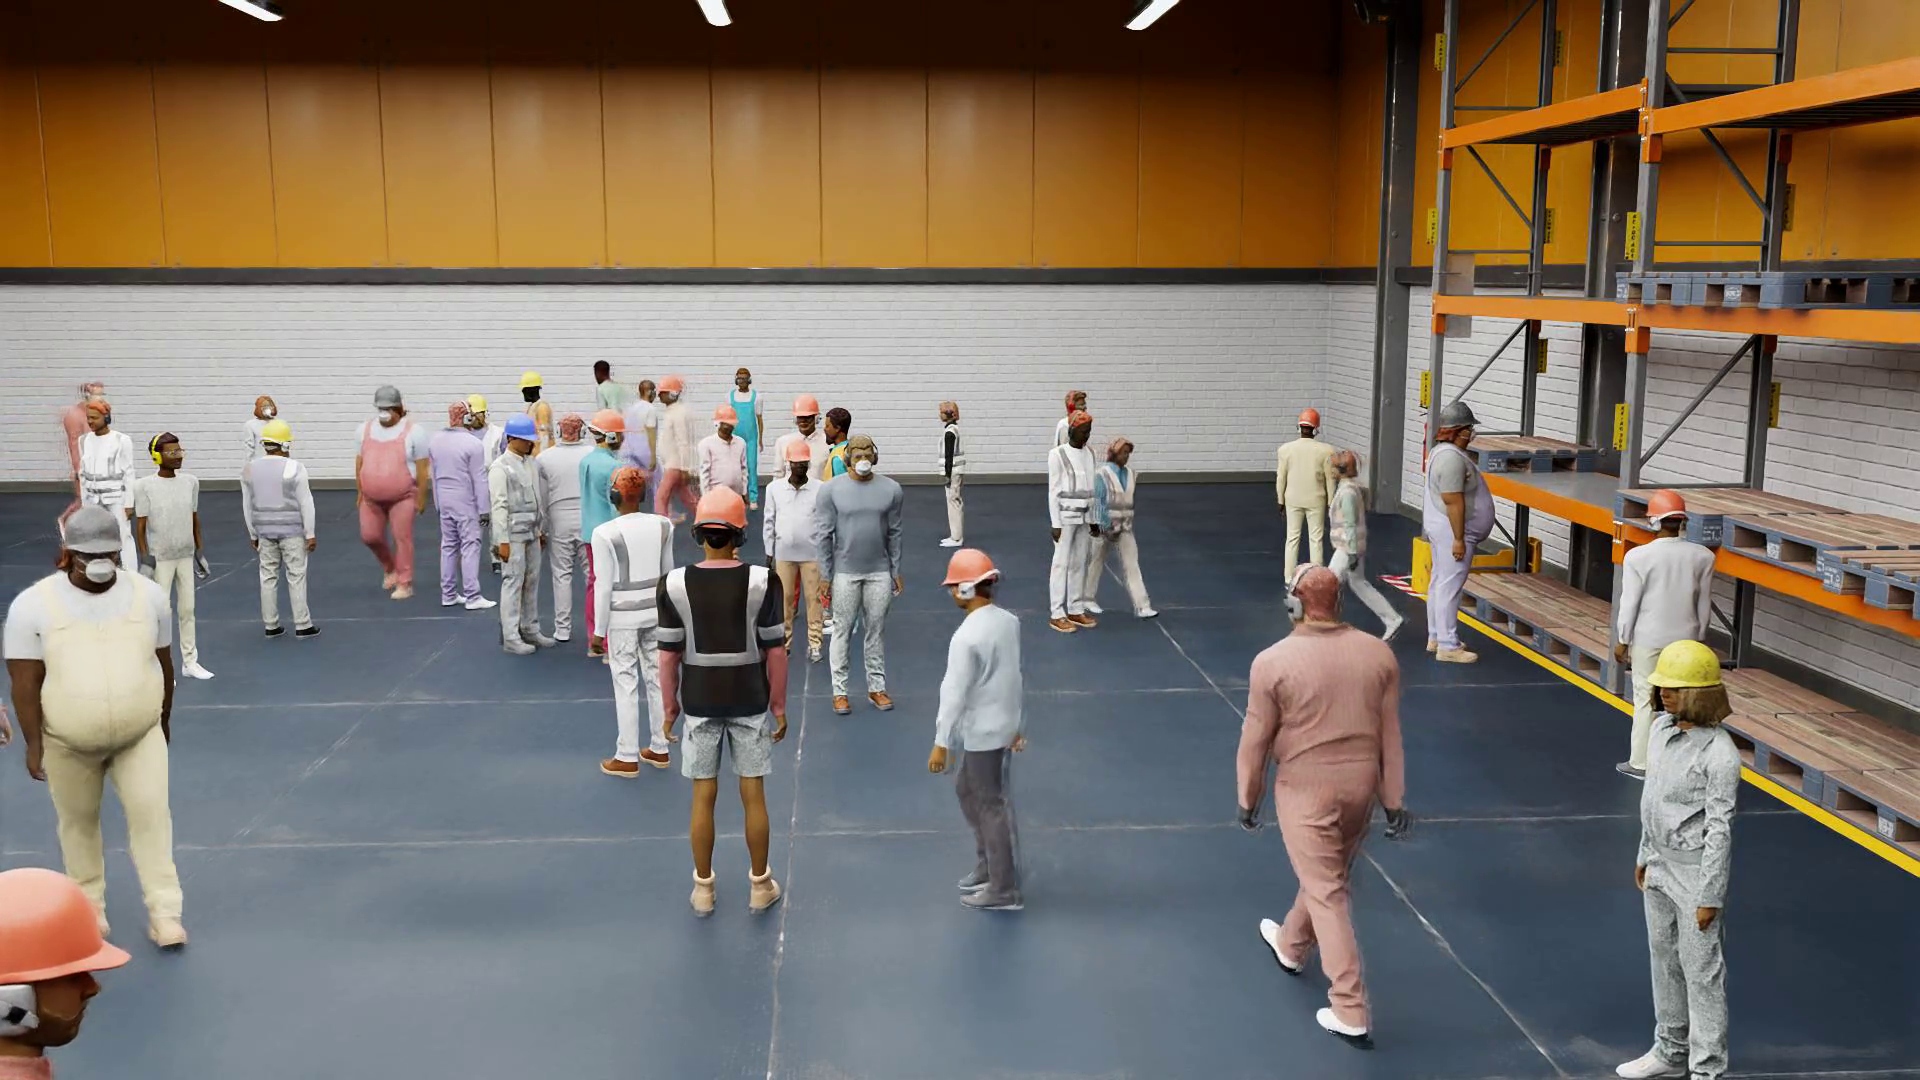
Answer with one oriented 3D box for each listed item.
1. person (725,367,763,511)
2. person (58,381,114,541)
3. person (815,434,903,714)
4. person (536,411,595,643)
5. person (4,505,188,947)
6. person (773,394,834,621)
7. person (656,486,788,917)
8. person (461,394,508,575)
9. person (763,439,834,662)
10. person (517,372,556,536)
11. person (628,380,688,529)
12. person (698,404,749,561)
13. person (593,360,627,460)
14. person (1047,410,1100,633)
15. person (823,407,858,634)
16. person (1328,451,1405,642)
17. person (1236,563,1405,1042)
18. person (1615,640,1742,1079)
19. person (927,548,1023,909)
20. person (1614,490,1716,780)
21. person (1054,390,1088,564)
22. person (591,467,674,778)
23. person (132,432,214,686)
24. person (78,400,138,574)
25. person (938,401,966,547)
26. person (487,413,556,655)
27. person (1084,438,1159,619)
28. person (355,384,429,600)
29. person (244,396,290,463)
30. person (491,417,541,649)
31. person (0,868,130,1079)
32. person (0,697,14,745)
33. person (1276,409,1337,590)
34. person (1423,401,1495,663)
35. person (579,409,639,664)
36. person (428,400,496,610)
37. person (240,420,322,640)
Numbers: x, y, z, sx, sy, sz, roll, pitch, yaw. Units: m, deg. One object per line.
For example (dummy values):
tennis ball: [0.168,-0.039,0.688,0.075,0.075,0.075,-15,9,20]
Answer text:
person: [-2.781,-1.293,21.390,0.506,1.847,0.344,0,9,-1]
person: [-9.621,-0.826,18.360,0.707,1.875,0.629,3,10,20]
person: [-0.684,0.231,11.530,0.631,1.940,0.372,-3,10,-21]
person: [-3.186,-0.107,13.754,0.644,1.907,0.400,-2,9,-13]
person: [-3.830,0.833,7.428,0.689,2.000,0.851,-6,11,-34]
person: [-1.333,-0.276,14.534,0.612,1.995,0.382,0,9,2]
person: [-1.112,0.764,7.851,0.605,2.045,0.377,-1,9,-3]
person: [-4.857,-0.559,16.819,0.600,1.831,0.404,-2,9,-13]
person: [-1.264,0.087,13.007,0.564,1.753,0.327,1,9,4]
person: [-4.906,-0.999,19.330,0.414,1.916,0.588,-4,10,-25]
person: [-3.637,-0.985,19.635,0.584,1.784,0.927,8,12,42]
person: [-2.328,-0.472,16.523,0.559,1.752,0.326,-9,13,-44]
person: [-4.683,-1.473,22.344,0.487,1.897,0.623,2,9,13]
person: [0.974,-0.167,14.189,0.354,1.887,0.572,8,12,43]
person: [-0.990,-0.164,14.073,0.392,1.919,0.592,0,9,3]
person: [3.247,0.065,13.598,0.788,1.606,0.528,2,9,14]
person: [1.452,1.024,6.831,0.654,1.846,1.010,-3,10,-19]
person: [2.606,1.210,6.030,0.346,1.738,0.485,-1,9,-7]
person: [0.091,0.903,7.947,0.485,1.724,0.591,3,10,20]
person: [4.208,0.569,9.989,0.562,1.749,0.334,-1,9,-3]
person: [1.135,-0.632,17.240,0.377,1.842,0.572,2,9,14]
person: [-1.981,0.491,10.063,0.356,1.886,0.574,8,12,41]
person: [-5.819,0.138,12.312,0.326,1.877,0.518,6,11,34]
person: [-7.916,-0.364,15.463,0.580,1.878,0.345,2,9,14]
person: [-0.093,-0.736,18.573,0.316,1.629,0.508,1,9,7]
person: [-3.522,-0.051,13.314,0.415,1.934,0.624,3,9,16]
person: [1.387,-0.095,14.661,0.519,1.592,0.847,-6,11,-33]
person: [-5.316,-0.455,15.516,0.706,2.000,0.538,1,9,4]
person: [-8.049,-0.864,19.353,0.507,1.633,0.274,-8,12,-42]
person: [-3.551,-0.062,13.494,0.470,1.914,0.580,2,9,14]
person: [-1.662,1.563,3.003,0.613,1.988,0.398,5,10,29]
person: [-4.819,0.916,7.853,0.777,1.720,0.653,5,10,26]
person: [3.326,-0.384,15.965,0.572,1.750,0.330,3,10,20]
person: [3.931,-0.073,13.118,0.538,2.000,0.684,1,9,5]
person: [-2.755,-0.031,13.034,0.403,1.986,0.611,-7,12,-38]
person: [-4.505,-0.316,15.108,0.646,1.900,0.394,5,10,30]
person: [-5.621,-0.078,13.798,0.591,1.833,0.403,1,9,5]
